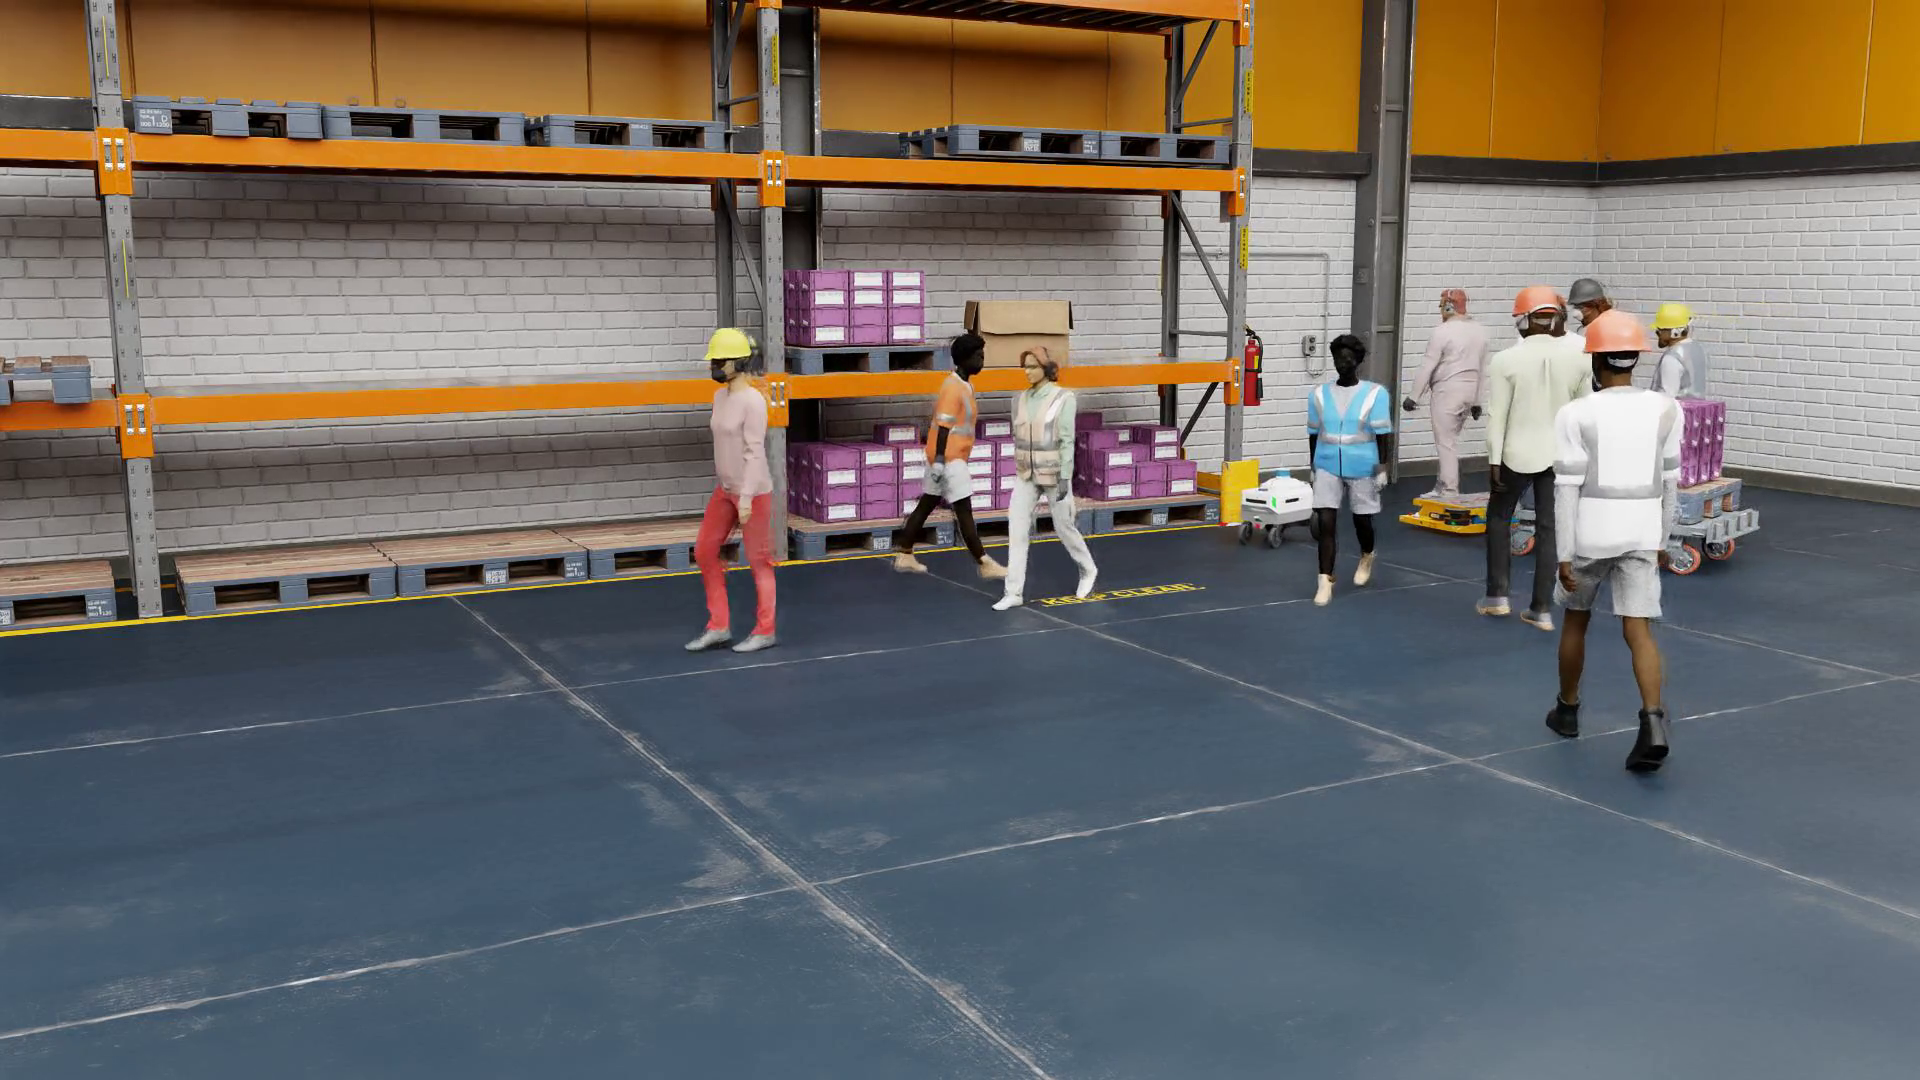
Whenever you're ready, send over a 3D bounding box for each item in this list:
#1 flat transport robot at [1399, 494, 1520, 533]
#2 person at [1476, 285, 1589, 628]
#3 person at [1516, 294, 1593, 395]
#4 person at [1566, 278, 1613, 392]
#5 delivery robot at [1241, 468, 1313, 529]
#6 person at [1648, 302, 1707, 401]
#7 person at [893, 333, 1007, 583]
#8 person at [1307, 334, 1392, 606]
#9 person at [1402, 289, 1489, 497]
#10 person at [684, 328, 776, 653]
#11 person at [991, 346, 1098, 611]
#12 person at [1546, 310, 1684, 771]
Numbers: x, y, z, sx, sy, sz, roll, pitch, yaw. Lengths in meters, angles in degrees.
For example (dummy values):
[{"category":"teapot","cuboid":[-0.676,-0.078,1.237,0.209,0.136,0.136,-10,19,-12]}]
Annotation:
[{"category":"flat transport robot","cuboid":[4.283,-0.234,13.281,1.431,0.197,0.652,-5,10,-26]},{"category":"person","cuboid":[3.323,-0.489,9.698,0.620,1.968,0.688,0,9,-2]},{"category":"person","cuboid":[4.609,-0.977,12.988,0.604,1.857,0.506,4,10,23]},{"category":"person","cuboid":[5.348,-1.181,13.674,0.860,2.000,0.708,0,9,1]},{"category":"delivery robot","cuboid":[2.428,-0.297,12.520,0.477,0.478,0.707,9,13,44]},{"category":"person","cuboid":[5.462,-0.890,12.609,0.506,1.809,0.609,9,13,43]},{"category":"person","cuboid":[-0.056,-0.549,11.006,0.851,1.641,0.556,1,9,6]},{"category":"person","cuboid":[2.436,-0.455,10.402,0.536,1.673,0.774,4,10,25]},{"category":"person","cuboid":[4.161,-1.213,14.373,0.634,1.883,0.710,-7,12,-37]},{"category":"person","cuboid":[-1.247,-0.243,8.822,0.621,1.742,0.552,-7,12,-36]},{"category":"person","cuboid":[0.548,-0.394,10.192,0.513,1.606,0.805,7,12,38]},{"category":"person","cuboid":[2.761,-0.008,6.979,0.547,1.903,0.941,1,9,4]}]
